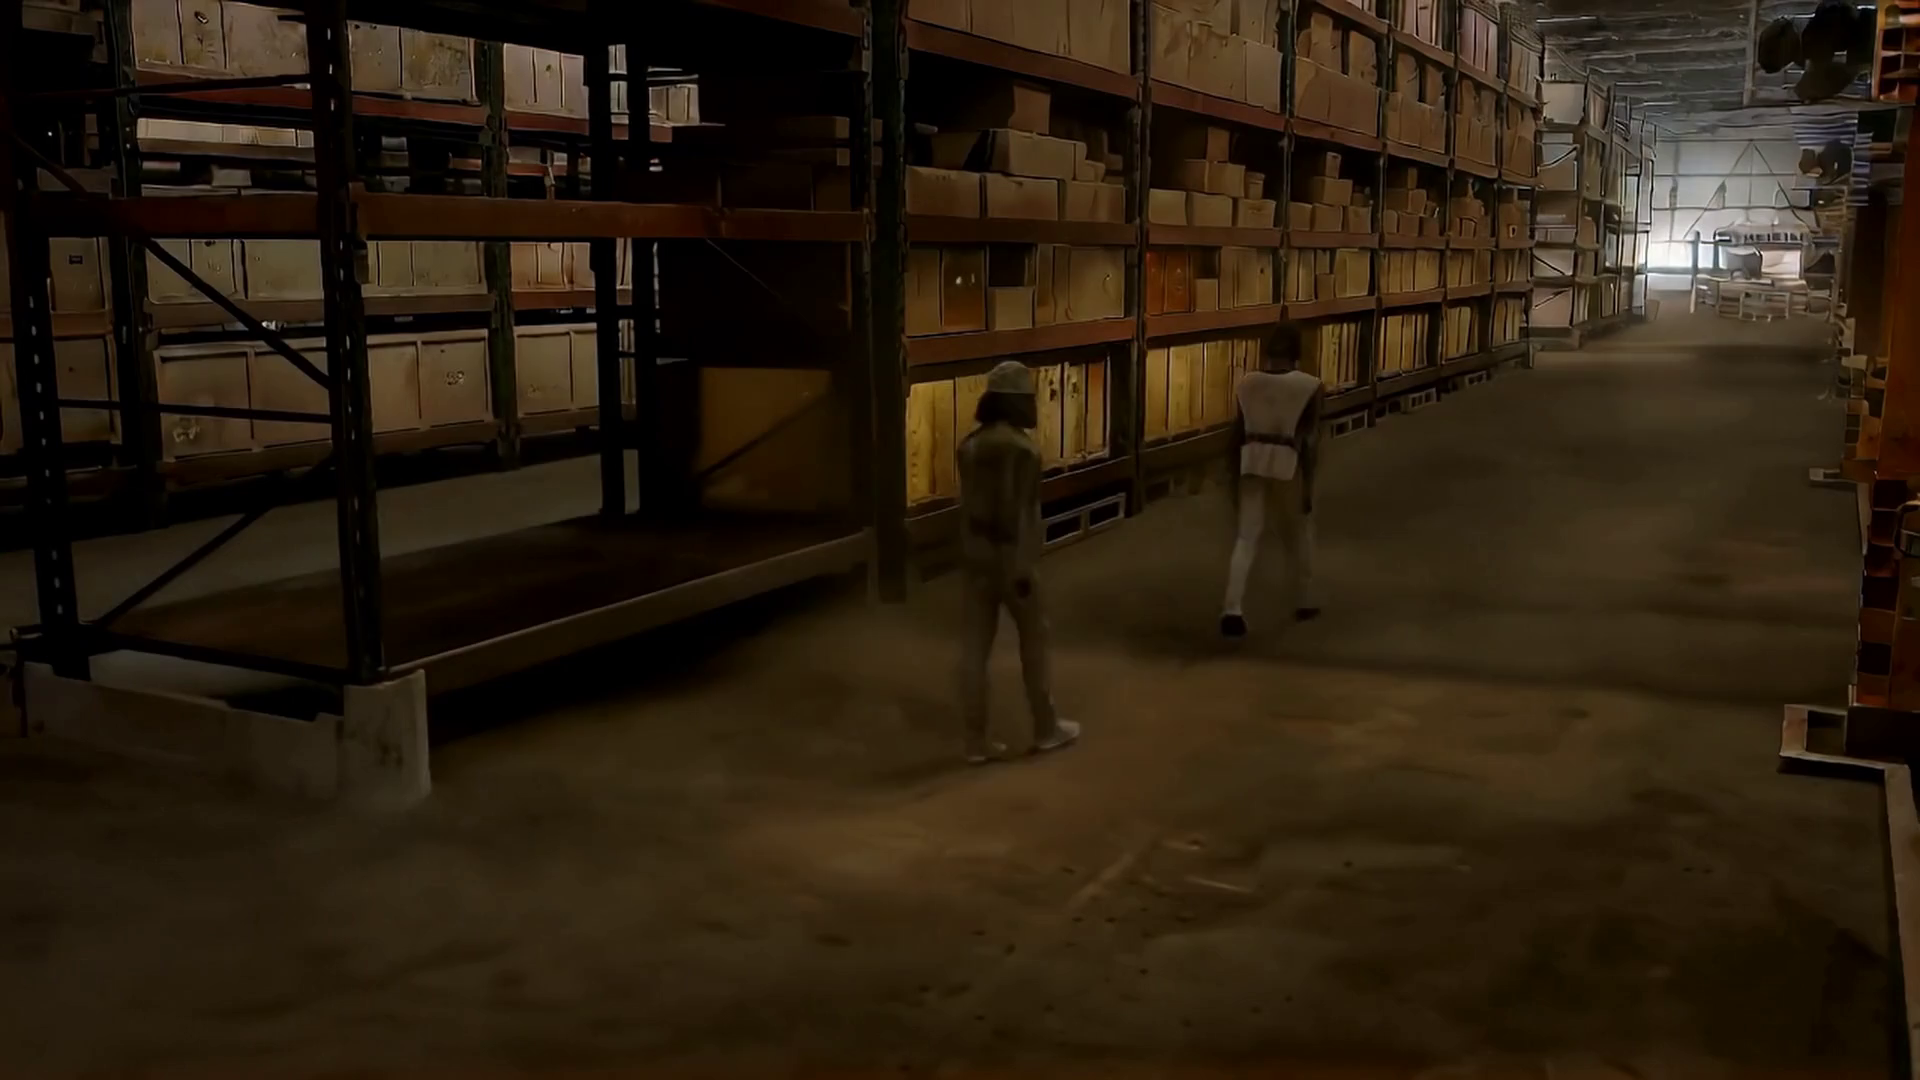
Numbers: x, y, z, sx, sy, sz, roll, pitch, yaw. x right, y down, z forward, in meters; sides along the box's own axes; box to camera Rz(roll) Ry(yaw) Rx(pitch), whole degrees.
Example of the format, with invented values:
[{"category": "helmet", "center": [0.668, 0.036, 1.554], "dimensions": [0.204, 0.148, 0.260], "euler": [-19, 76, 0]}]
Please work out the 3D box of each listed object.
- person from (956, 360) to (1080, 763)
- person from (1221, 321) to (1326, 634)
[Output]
[{"category": "person", "center": [0.242, 0.082, 7.219], "dimensions": [0.492, 1.722, 0.697], "euler": [7, 12, 37]}, {"category": "person", "center": [1.812, -0.359, 9.602], "dimensions": [0.576, 1.793, 0.996], "euler": [7, 12, 35]}]
